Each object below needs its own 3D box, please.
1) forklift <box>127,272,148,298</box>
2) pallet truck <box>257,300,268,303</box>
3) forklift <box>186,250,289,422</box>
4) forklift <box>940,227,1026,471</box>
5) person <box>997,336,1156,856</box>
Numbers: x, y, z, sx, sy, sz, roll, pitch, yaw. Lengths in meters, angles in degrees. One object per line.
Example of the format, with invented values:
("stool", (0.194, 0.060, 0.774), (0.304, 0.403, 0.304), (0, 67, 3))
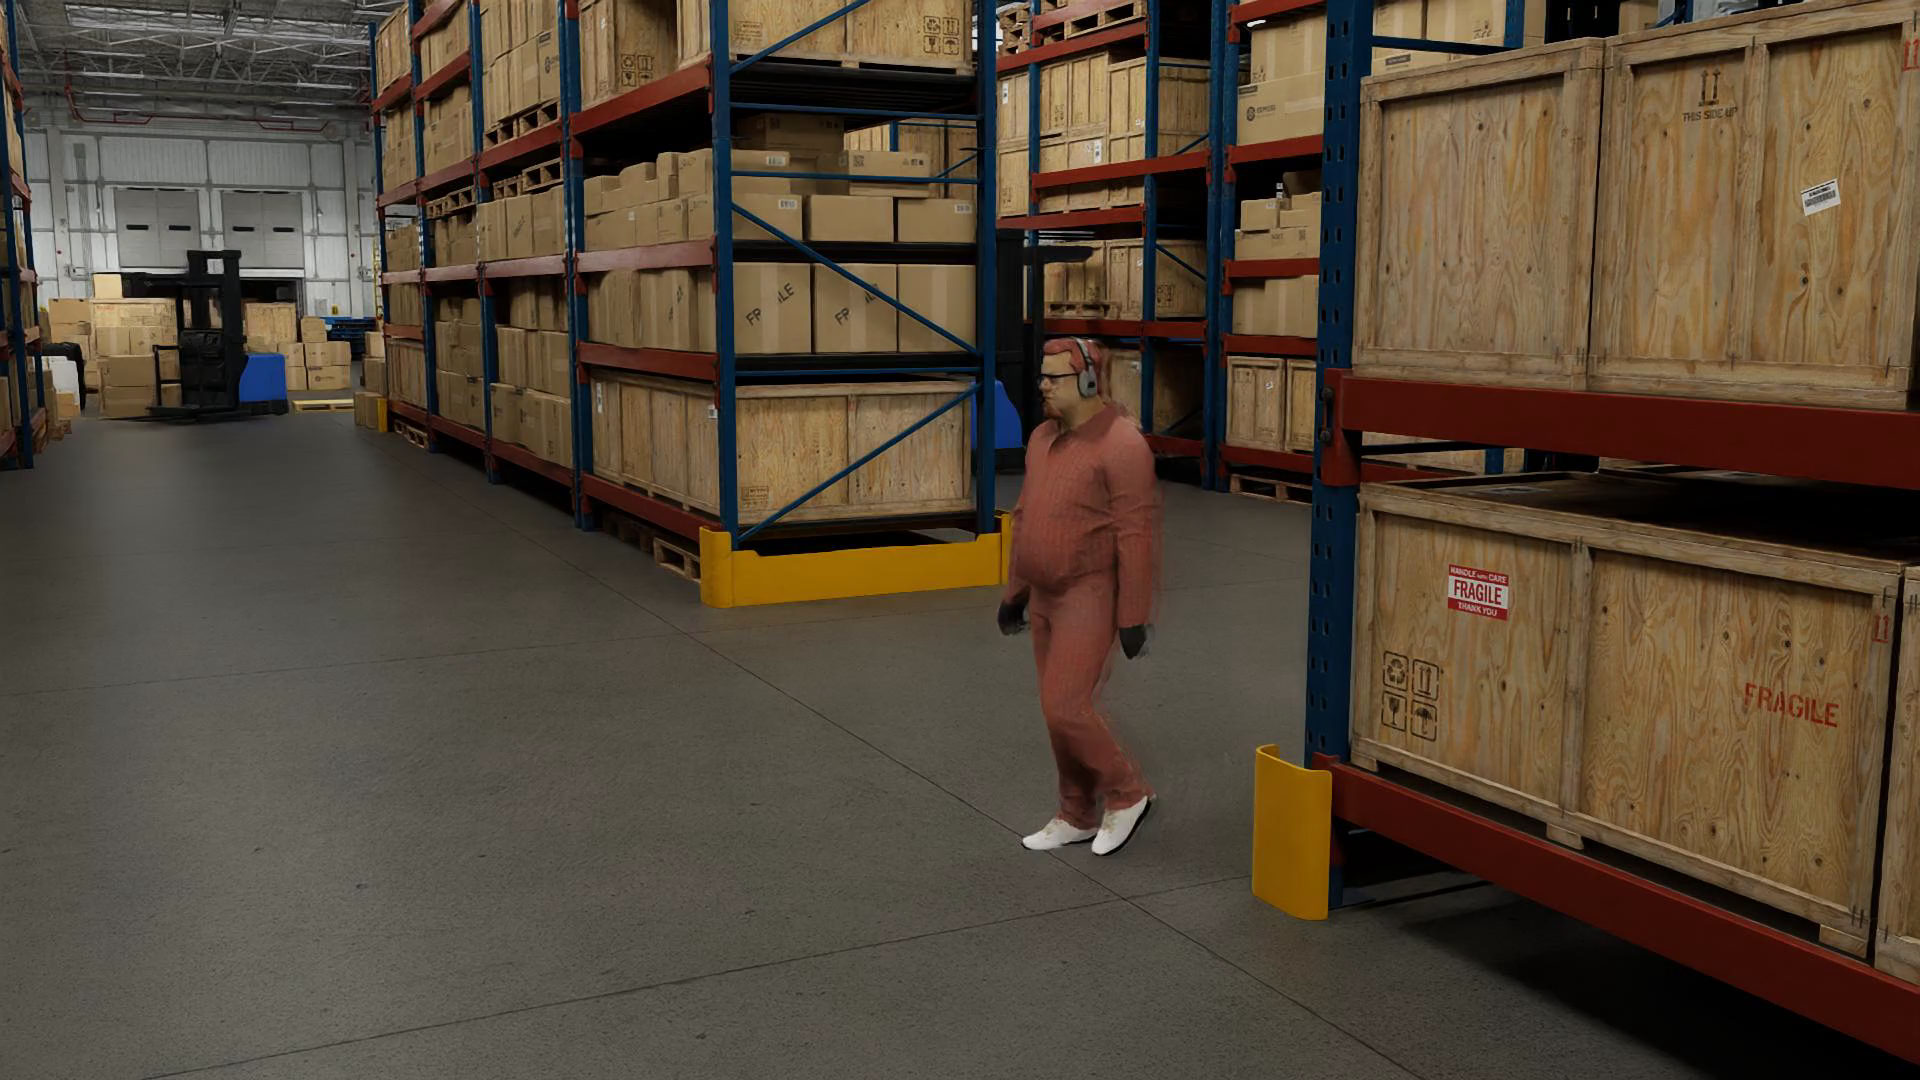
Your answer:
("forklift", (-24.861, -6.718, 50.416), (1.873, 2.768, 1.129), (-8, 11, -43))
("pallet truck", (-23.913, -7.404, 58.171), (1.885, 1.965, 0.823), (-1, 8, -9))
("forklift", (-12.314, -3.418, 27.658), (1.129, 2.768, 1.873), (4, 9, 26))
("forklift", (0.377, -2.214, 19.352), (1.873, 2.768, 1.129), (-4, 9, -26))
("person", (0.400, 0.214, 6.012), (0.427, 1.888, 0.648), (-4, 9, -25))
